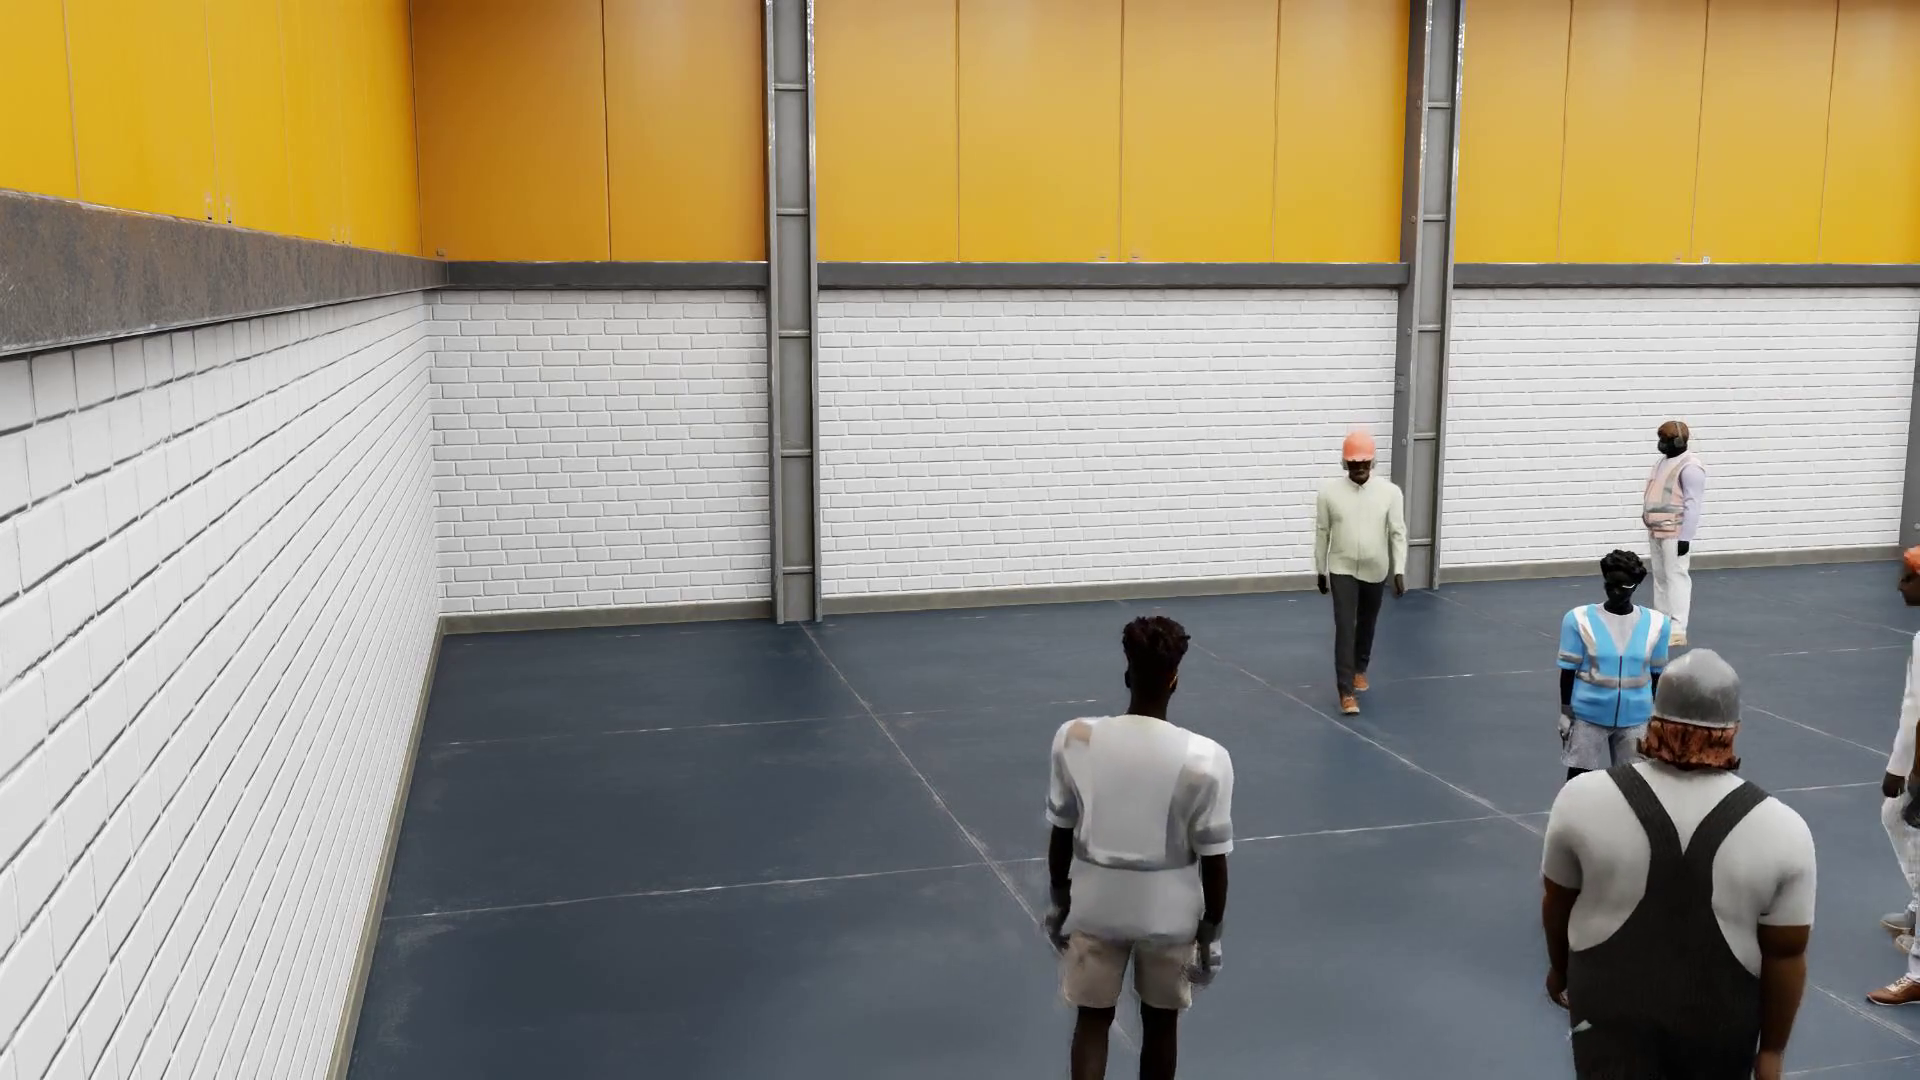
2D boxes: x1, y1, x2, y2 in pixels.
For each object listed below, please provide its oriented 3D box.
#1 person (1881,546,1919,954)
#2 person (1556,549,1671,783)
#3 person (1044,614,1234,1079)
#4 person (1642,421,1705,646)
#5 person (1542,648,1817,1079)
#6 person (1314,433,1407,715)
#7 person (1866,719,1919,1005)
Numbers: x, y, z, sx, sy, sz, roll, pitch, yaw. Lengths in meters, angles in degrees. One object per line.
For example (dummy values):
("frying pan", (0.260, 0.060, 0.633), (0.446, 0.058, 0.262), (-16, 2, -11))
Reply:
("person", (4.276, 0.948, 7.315), (0.548, 1.848, 0.589), (7, 12, 38))
("person", (3.219, 0.875, 8.234), (0.536, 1.694, 0.322), (1, 9, 8))
("person", (0.556, 1.209, 5.371), (0.635, 1.948, 0.694), (3, 9, 16))
("person", (5.807, -0.060, 13.622), (0.429, 1.839, 0.633), (0, 9, -2))
("person", (2.030, 1.254, 4.792), (0.691, 2.000, 1.024), (4, 10, 21))
("person", (2.811, 0.197, 11.742), (0.609, 1.942, 1.071), (1, 9, 6))
("person", (3.989, 1.042, 6.649), (0.327, 1.871, 0.514), (-2, 9, -14))
